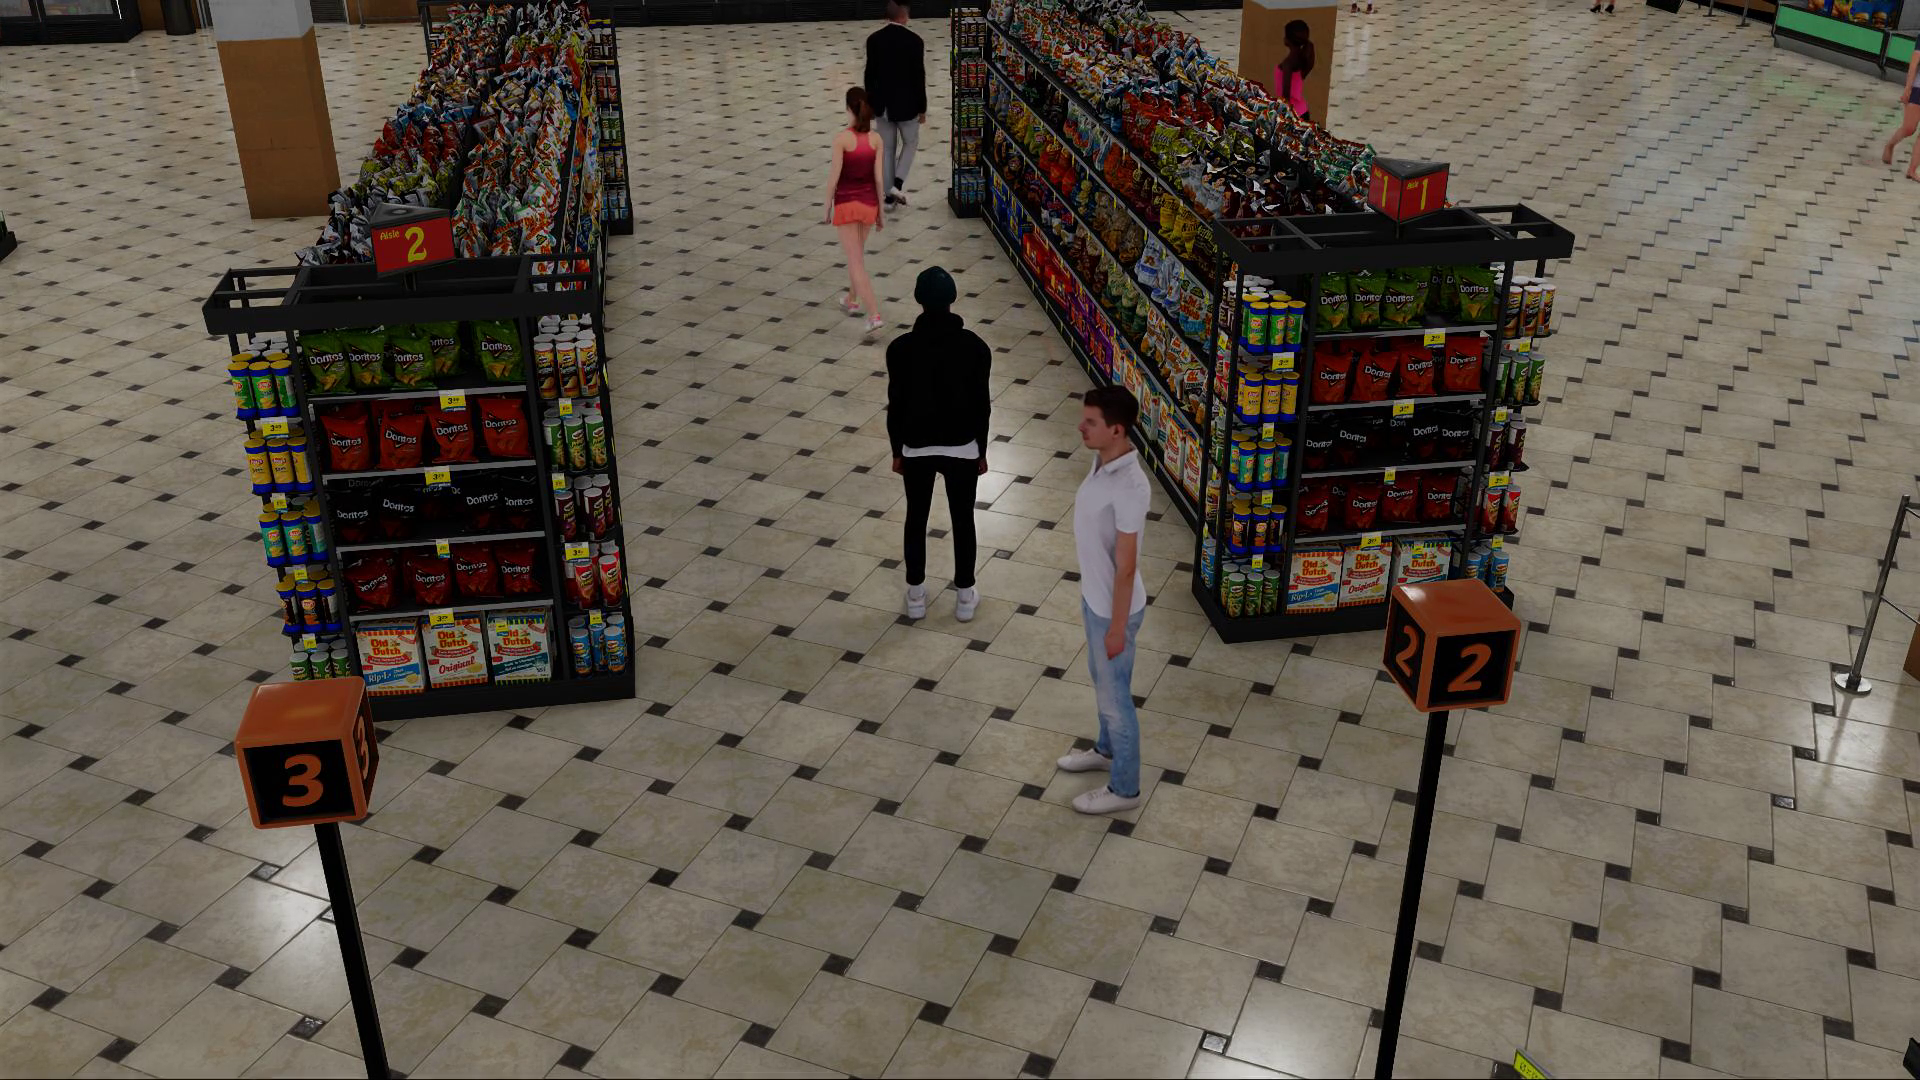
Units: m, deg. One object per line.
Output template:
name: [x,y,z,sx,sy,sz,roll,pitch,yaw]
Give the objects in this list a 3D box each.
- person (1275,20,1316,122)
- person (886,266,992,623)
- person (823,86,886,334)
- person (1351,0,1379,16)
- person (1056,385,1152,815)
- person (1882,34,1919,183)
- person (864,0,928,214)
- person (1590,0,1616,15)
person: [2.974,-3.637,14.563,1.143,1.676,0.977,24,35,39]
person: [-0.099,-0.455,8.132,0.716,1.818,0.666,1,27,3]
person: [-0.721,-2.330,11.939,0.832,1.718,1.189,-14,30,-26]
person: [5.961,-8.598,24.292,0.650,1.724,0.719,18,32,32]
person: [0.622,0.241,6.725,0.717,1.849,0.488,-3,27,-5]
person: [9.188,-4.308,15.862,0.663,1.697,0.795,-1,27,-2]
person: [-0.579,-3.834,14.663,0.874,1.937,0.875,6,28,12]
person: [9.563,-8.550,24.256,0.713,1.671,0.633,-3,27,-6]
